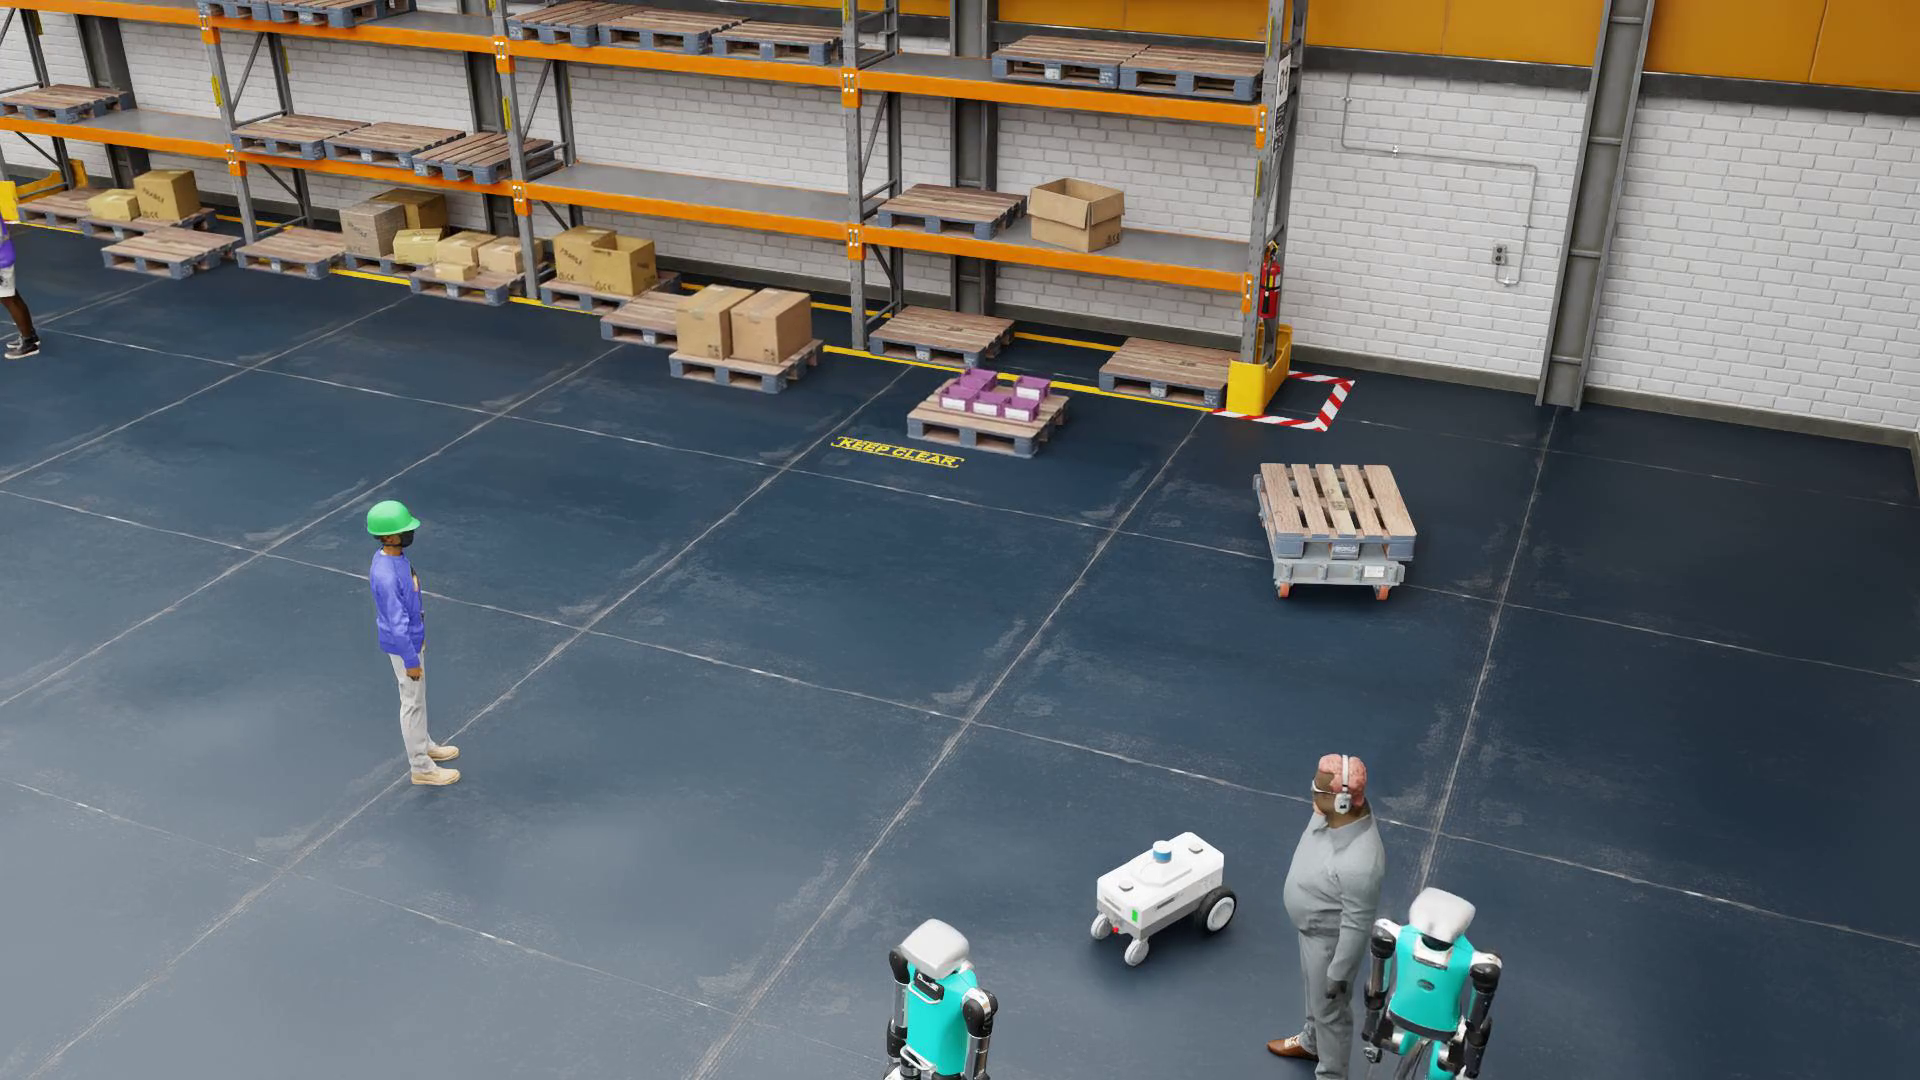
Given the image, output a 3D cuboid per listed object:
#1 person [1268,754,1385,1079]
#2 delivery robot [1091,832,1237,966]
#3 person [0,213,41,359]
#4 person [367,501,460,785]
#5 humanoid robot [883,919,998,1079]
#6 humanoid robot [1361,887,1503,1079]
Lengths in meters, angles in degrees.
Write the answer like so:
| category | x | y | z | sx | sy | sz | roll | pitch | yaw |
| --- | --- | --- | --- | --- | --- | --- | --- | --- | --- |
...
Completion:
| category | x | y | z | sx | sy | sz | roll | pitch | yaw |
| --- | --- | --- | --- | --- | --- | --- | --- | --- | --- |
| person | 1.675 | 1.800 | 7.658 | 0.406 | 1.905 | 0.651 | 0 | 27 | 1 |
| delivery robot | 1.079 | 1.883 | 8.954 | 0.774 | 0.581 | 0.499 | -20 | 33 | -33 |
| person | -9.568 | -2.768 | 16.475 | 0.394 | 1.953 | 0.613 | -12 | 30 | -23 |
| person | -3.303 | 0.615 | 9.994 | 0.341 | 1.873 | 0.460 | -7 | 28 | -13 |
| humanoid robot | -0.242 | 2.342 | 6.639 | 0.735 | 1.681 | 0.533 | -24 | 36 | -38 |
| humanoid robot | 2.057 | 2.101 | 7.261 | 0.538 | 1.717 | 1.041 | 14 | 30 | 25 |
